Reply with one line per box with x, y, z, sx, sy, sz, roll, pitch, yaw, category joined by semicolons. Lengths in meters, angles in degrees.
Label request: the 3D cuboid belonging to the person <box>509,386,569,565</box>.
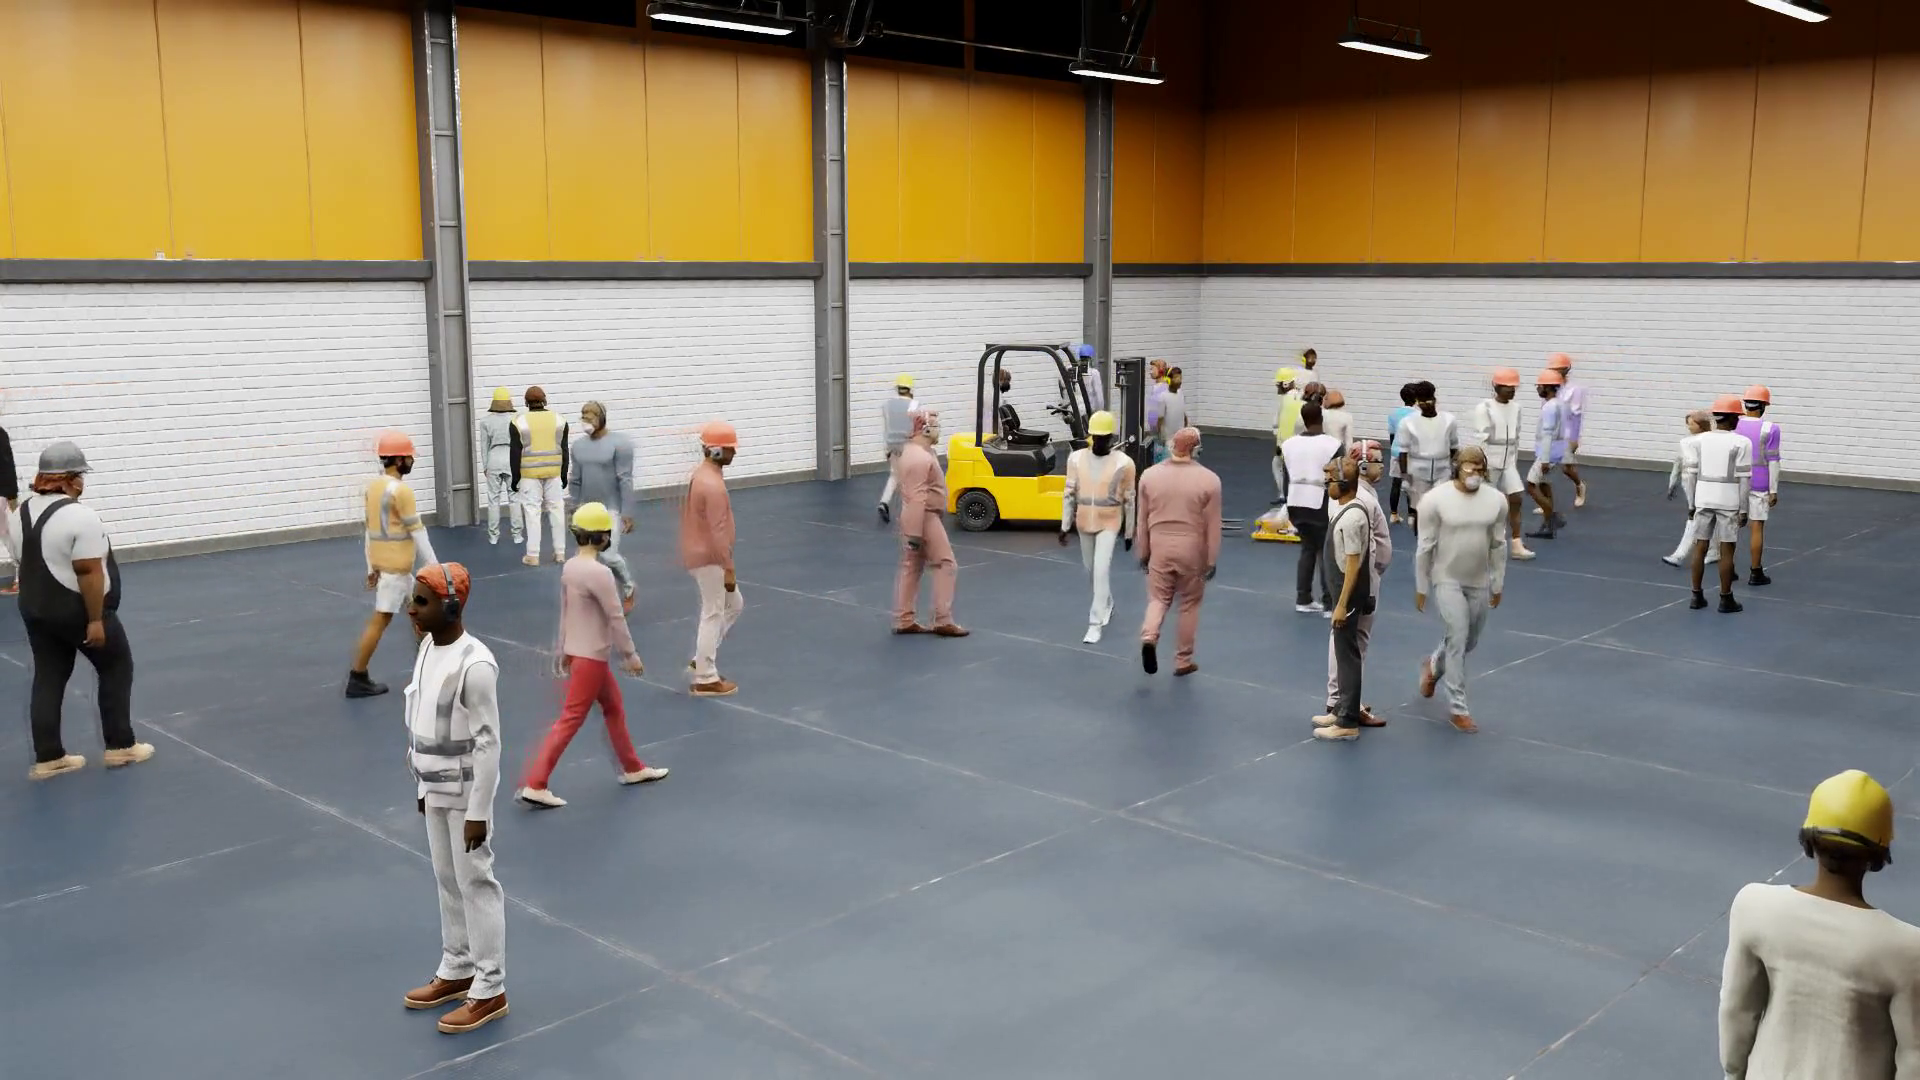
-4.329;-0.662;17.103;0.624;1.840;0.430;-6;11;-32;person

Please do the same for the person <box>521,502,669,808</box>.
-2.126;0.642;9.480;0.929;1.718;0.528;-6;11;-32;person

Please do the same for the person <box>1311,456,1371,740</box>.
2.471;0.376;10.738;0.345;1.840;0.504;2;9;12;person

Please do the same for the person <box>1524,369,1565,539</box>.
6.553;-0.953;18.636;0.404;1.918;0.564;5;11;30;person

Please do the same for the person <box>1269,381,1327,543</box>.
3.778;-0.842;18.294;0.457;1.813;0.668;-2;9;-10;person

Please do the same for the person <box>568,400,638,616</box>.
-3.070;-0.237;14.220;0.656;1.928;0.454;5;10;27;person

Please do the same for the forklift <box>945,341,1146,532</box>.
0.977;-1.223;19.452;2.313;2.155;1.214;2;9;11;forklift

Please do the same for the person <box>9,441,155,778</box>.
-5.287;0.390;10.036;0.721;2.000;0.771;4;10;23;person

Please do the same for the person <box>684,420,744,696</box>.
-1.727;0.135;11.795;0.445;1.972;0.653;-3;10;-16;person

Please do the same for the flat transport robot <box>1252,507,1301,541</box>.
3.802;-0.188;18.987;0.652;0.197;1.431;4;10;21;flat transport robot

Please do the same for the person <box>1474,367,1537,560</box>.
5.661;-0.776;17.257;0.624;2.010;0.853;-3;10;-18;person

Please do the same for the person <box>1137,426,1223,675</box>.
1.592;0.110;12.254;0.652;1.885;0.648;4;10;24;person

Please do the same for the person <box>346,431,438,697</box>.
-3.997;0.179;11.937;1.012;1.843;0.545;-7;11;-36;person

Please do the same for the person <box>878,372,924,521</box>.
-0.664;-1.108;19.929;0.610;1.810;0.762;6;11;31;person

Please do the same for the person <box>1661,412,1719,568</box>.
7.457;-0.506;16.898;0.903;1.583;0.534;-4;10;-23;person

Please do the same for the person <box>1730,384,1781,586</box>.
7.602;-0.529;16.001;0.363;1.933;0.543;-9;13;-44;person

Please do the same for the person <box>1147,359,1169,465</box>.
2.663;-1.470;22.032;0.373;1.843;0.571;-2;10;-14;person

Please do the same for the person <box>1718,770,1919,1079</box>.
2.244;1.460;4.316;0.315;1.767;0.534;-8;12;-41;person

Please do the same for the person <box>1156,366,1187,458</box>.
2.619;-1.251;20.699;0.764;1.847;0.539;9;13;43;person

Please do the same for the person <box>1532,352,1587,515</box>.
7.469;-1.320;20.604;0.796;2.013;0.614;-7;12;-37;person

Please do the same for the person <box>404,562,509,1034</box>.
-2.032;1.018;6.670;0.356;1.883;0.572;-8;12;-40;person

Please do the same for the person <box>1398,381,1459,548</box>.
4.719;-0.621;16.615;0.657;1.916;0.939;1;9;4;person

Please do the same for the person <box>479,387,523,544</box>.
-5.049;-0.823;18.405;0.481;1.738;0.315;-2;9;-10;person

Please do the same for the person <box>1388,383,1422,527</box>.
5.290;-1.007;19.646;0.318;1.699;0.535;-7;12;-38;person

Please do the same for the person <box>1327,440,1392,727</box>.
2.675;0.278;11.128;0.408;1.906;0.654;0;9;-1;person

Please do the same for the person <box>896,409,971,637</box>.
-0.206;-0.136;13.744;0.739;1.883;0.653;-2;10;-13;person

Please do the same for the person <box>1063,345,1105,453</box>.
1.906;-1.997;25.118;0.644;1.888;1.014;9;13;44;person

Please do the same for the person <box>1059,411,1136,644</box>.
1.173;-0.147;13.808;0.588;1.888;0.949;5;10;26;person

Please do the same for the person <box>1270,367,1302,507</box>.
4.064;-1.259;20.845;0.561;1.805;0.623;3;10;19;person

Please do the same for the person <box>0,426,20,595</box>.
-9.024;-0.418;15.261;0.622;1.950;0.976;9;13;43;person

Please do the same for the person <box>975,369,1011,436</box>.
0.401;-1.222;20.701;0.987;1.785;0.658;-2;10;-14;person

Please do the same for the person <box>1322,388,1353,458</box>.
4.453;-1.018;19.950;0.521;1.616;0.639;3;10;16;person

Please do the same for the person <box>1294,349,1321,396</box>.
5.312;-2.054;25.707;0.522;1.827;0.980;-4;10;-22;person

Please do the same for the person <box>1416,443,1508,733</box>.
3.327;0.279;11.183;0.633;1.903;0.866;-2;9;-11;person

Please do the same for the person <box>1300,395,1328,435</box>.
4.020;-0.913;19.301;0.509;1.622;0.414;0;9;2;person

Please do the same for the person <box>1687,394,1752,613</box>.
6.726;-0.324;14.739;0.375;1.934;0.547;-8;12;-42;person

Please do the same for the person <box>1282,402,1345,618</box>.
3.087;-0.266;14.570;0.625;1.877;0.446;8;13;42;person
